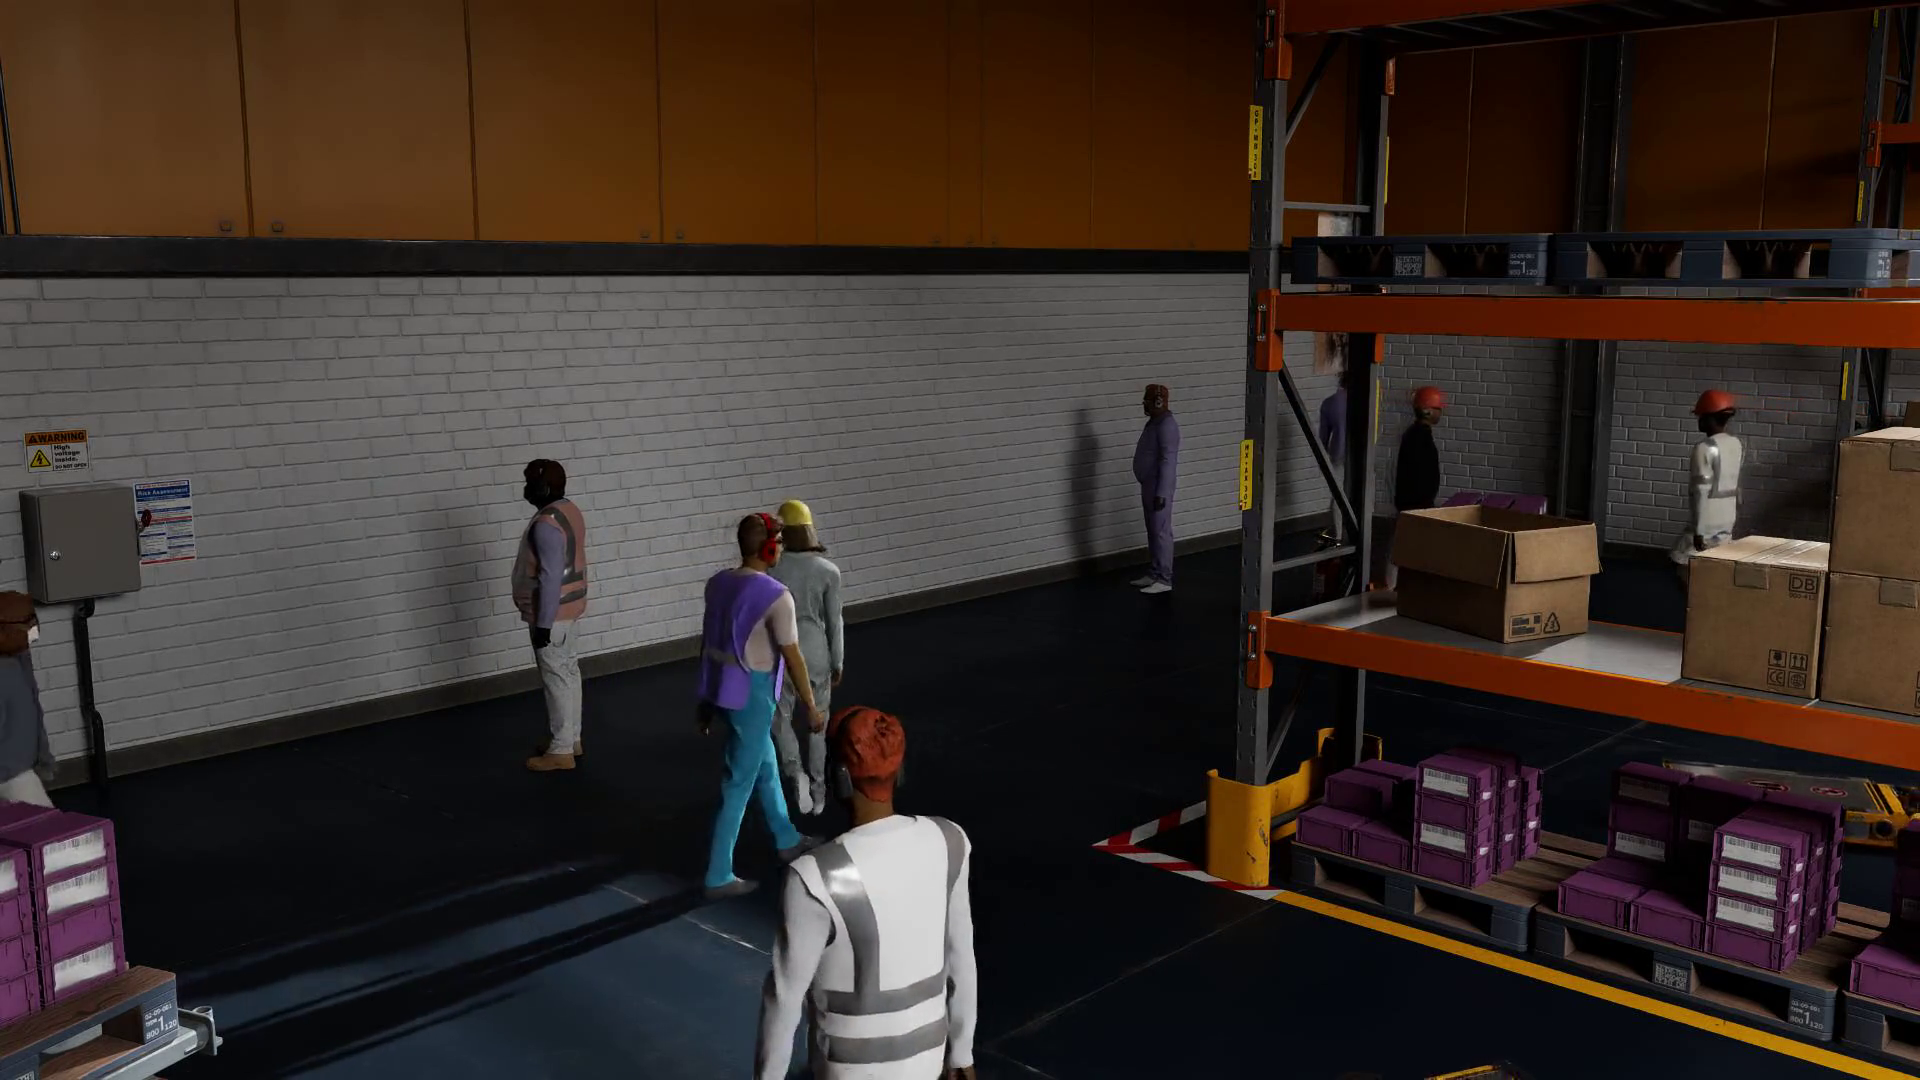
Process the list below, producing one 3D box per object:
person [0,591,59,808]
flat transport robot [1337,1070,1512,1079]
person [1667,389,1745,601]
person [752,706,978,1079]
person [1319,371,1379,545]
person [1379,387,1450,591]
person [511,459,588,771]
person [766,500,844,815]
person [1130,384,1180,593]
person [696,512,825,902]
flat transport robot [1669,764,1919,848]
[{"bbox_3d":[-4.149,0.998,7.151,0.821,1.596,0.496,-4,10,-21],"label":"person"},{"bbox_3d":[1.798,1.993,5.105,0.652,0.197,1.431,-4,10,-21],"label":"flat transport robot"},{"bbox_3d":[5.780,-0.151,12.880,0.620,2.023,0.454,-5,11,-30],"label":"person"},{"bbox_3d":[-0.304,1.331,4.322,0.781,1.860,0.581,9,13,43],"label":"person"},{"bbox_3d":[4.156,-0.882,17.707,0.651,1.929,0.660,5,10,28],"label":"person"},{"bbox_3d":[4.008,-0.310,14.064,0.962,1.950,0.647,0,9,1],"label":"person"},{"bbox_3d":[-2.426,0.435,9.852,0.429,1.842,0.636,0,9,-2],"label":"person"},{"bbox_3d":[-0.864,0.656,8.871,0.520,1.710,0.594,-2,9,-11],"label":"person"},{"bbox_3d":[1.779,-0.471,15.211,0.408,1.908,0.646,-1,9,-5],"label":"person"},{"bbox_3d":[-0.906,0.767,7.925,0.907,1.800,0.564,-8,12,-39],"label":"person"},{"bbox_3d":[4.334,1.394,8.774,1.431,0.197,0.652,3,10,20],"label":"flat transport robot"}]
